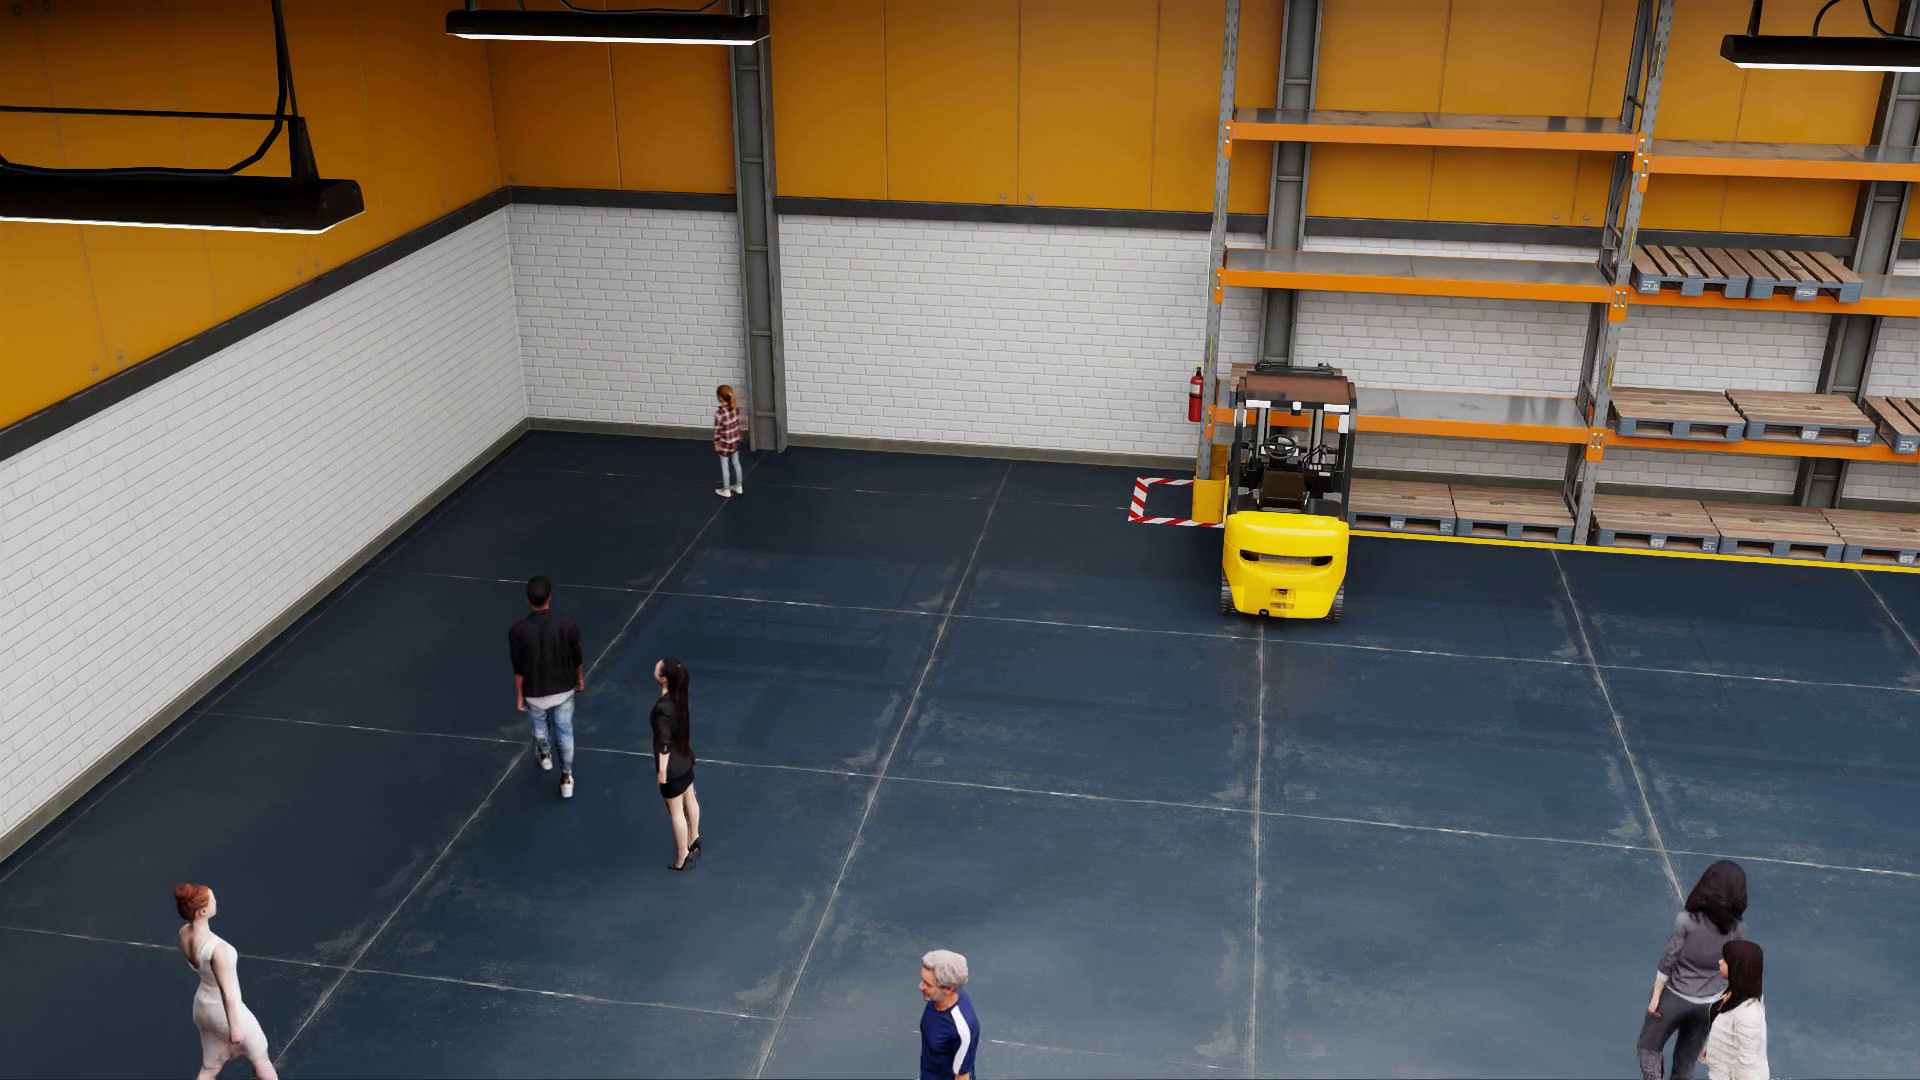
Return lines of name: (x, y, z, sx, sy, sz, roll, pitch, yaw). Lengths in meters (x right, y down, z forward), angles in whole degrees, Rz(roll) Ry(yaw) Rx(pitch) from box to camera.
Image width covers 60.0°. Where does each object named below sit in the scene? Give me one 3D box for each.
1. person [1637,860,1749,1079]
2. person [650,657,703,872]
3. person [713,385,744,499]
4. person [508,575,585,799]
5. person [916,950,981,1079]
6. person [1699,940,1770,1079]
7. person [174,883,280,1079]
person: (4.188, 2.672, 9.517, 0.713, 1.724, 0.728, -2, 24, -3)
person: (-2.034, 1.603, 11.996, 0.540, 1.698, 0.611, 6, 24, 14)
person: (-2.595, -1.126, 18.727, 0.663, 1.307, 0.625, 19, 30, 36)
person: (-3.172, 1.176, 12.863, 1.042, 1.785, 1.005, -6, 24, -14)
person: (0.004, 2.903, 8.857, 0.818, 1.830, 0.784, -10, 26, -22)
person: (4.295, 2.931, 9.067, 0.717, 1.611, 0.710, 9, 25, 20)
person: (-4.240, 2.720, 9.354, 0.939, 1.768, 0.901, 17, 29, 34)
